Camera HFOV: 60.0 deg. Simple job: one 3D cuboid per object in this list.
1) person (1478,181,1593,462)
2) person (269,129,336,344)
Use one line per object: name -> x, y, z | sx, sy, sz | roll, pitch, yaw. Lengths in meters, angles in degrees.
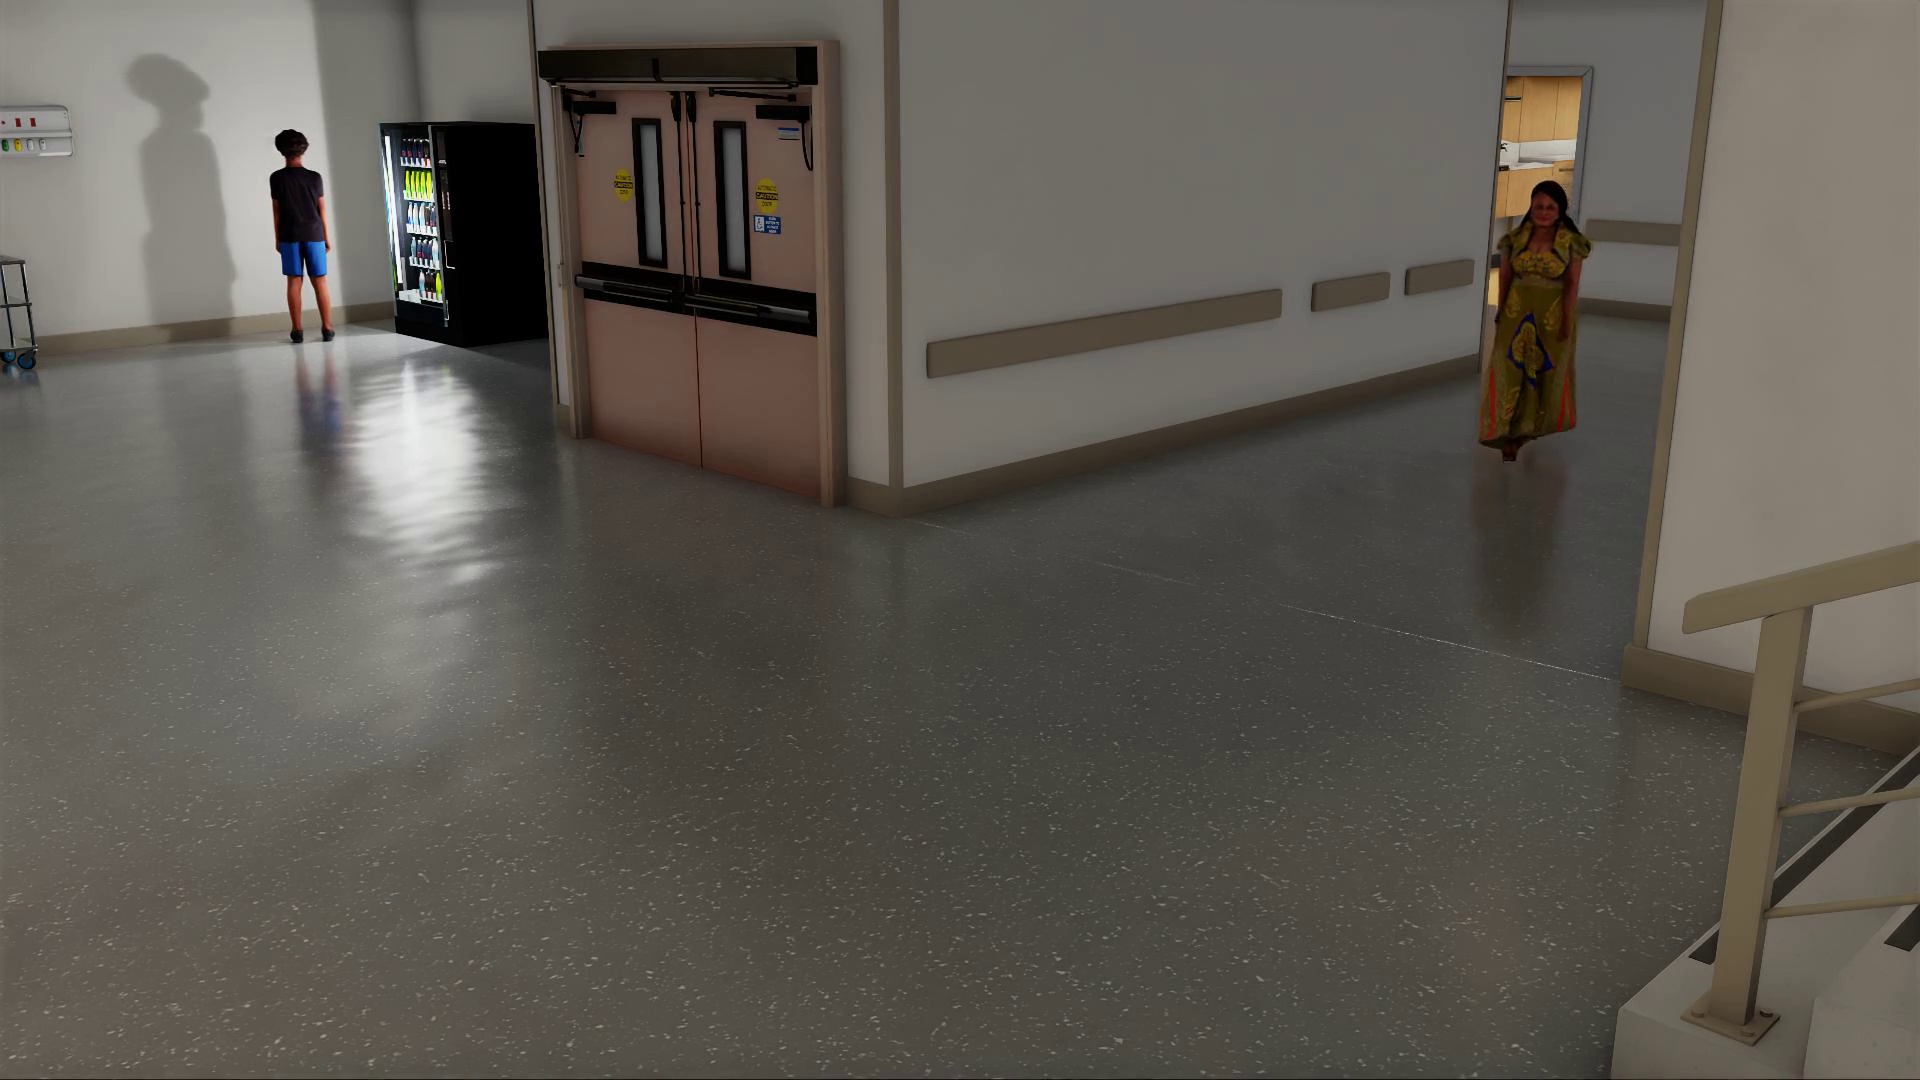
person -> 3.472, -1.297, 9.967 | 1.401, 1.611, 1.202 | 6, 17, 20
person -> -5.649, -2.608, 14.277 | 0.676, 1.794, 0.676 | -6, 17, -21
